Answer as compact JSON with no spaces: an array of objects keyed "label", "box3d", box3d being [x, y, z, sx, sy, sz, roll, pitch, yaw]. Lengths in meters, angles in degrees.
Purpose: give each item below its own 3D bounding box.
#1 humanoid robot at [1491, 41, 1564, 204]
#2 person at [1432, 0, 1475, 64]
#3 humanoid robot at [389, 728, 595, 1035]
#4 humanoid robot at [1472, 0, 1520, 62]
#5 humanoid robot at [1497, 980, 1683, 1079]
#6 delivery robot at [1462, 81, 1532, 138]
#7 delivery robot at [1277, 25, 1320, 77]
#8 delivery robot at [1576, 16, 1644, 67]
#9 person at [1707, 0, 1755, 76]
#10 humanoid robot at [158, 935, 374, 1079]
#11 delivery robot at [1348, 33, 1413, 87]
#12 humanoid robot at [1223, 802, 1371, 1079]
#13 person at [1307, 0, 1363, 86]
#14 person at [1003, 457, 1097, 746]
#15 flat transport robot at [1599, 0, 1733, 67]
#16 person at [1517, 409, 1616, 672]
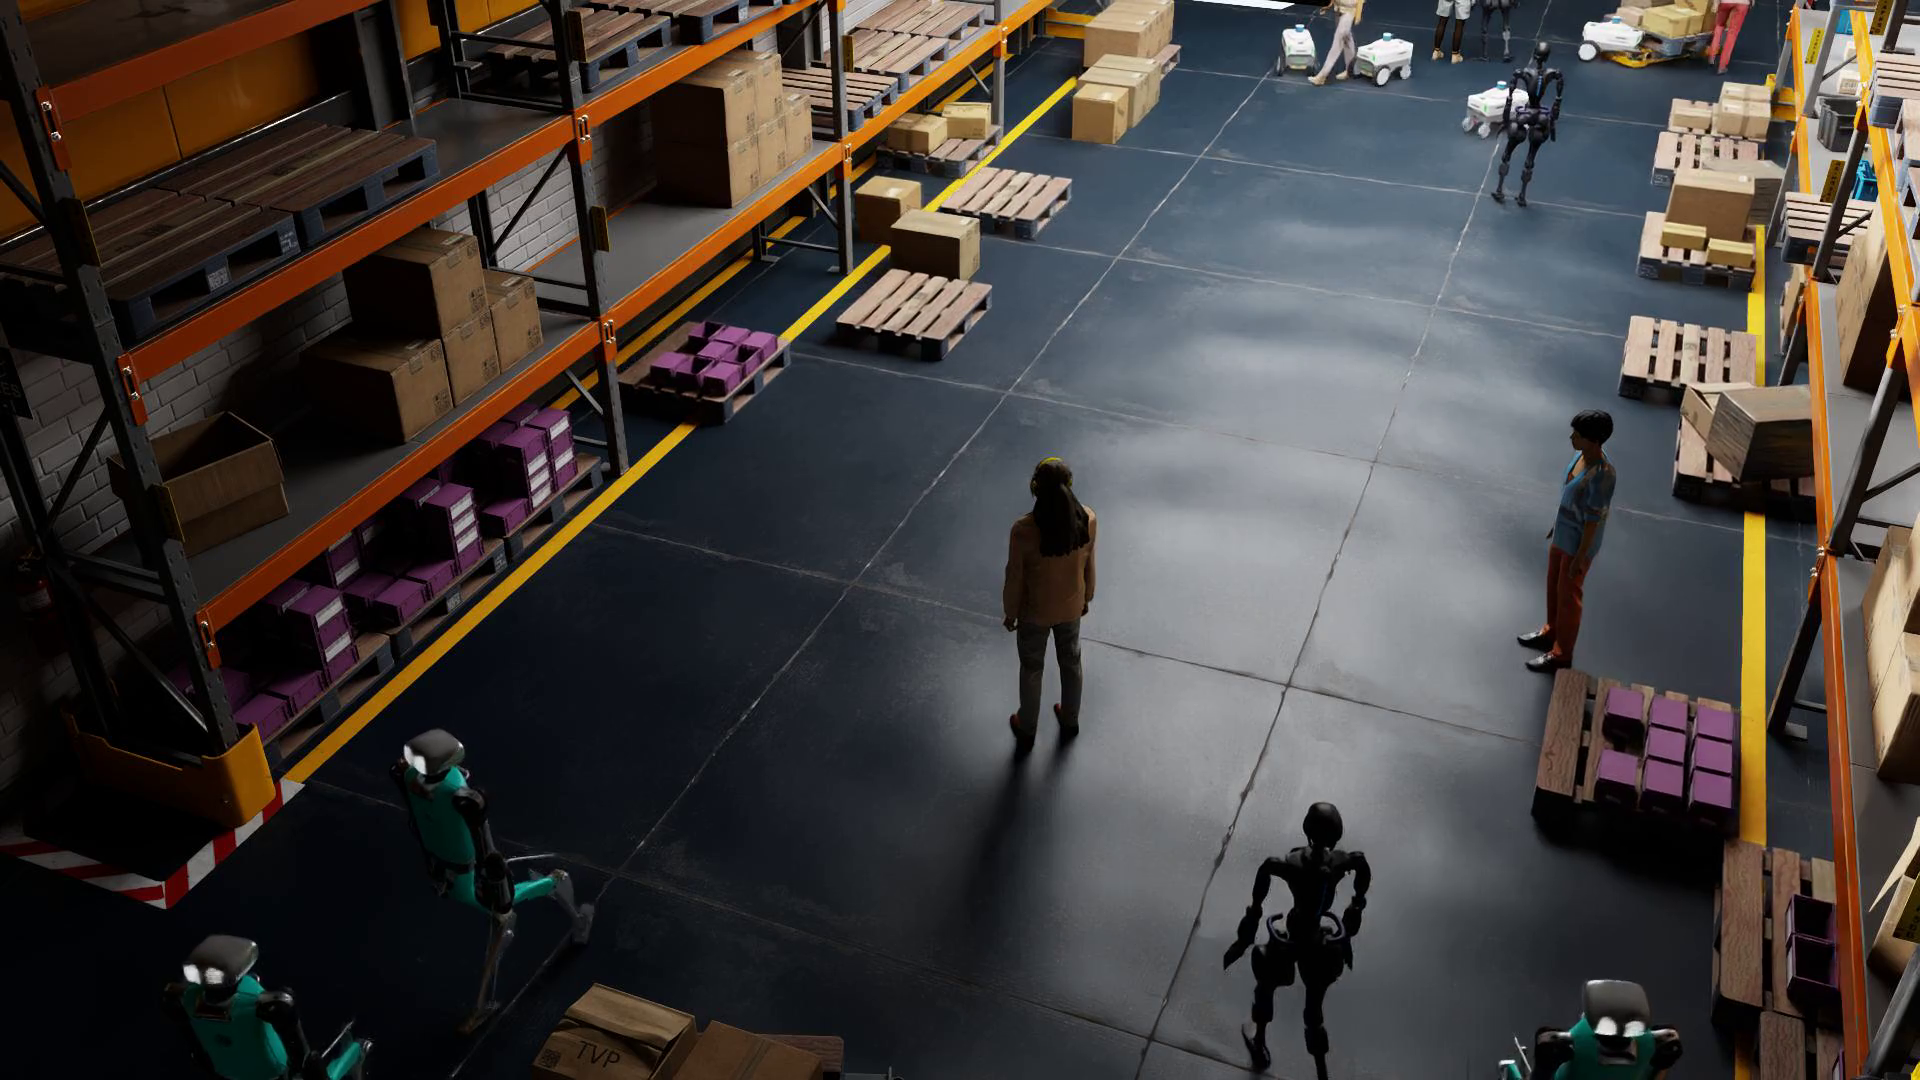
[{"label":"humanoid robot","box3d":[5.753,-4.212,16.802,0.589,1.649,0.339,2,33,3]},{"label":"person","box3d":[6.243,-6.852,20.882,0.532,1.693,0.320,26,41,34]},{"label":"humanoid robot","box3d":[-2.145,1.472,7.986,0.533,1.769,0.971,18,37,26]},{"label":"humanoid robot","box3d":[6.782,-6.845,20.896,0.613,1.645,0.475,-6,33,-9]},{"label":"humanoid robot","box3d":[2.451,2.216,6.851,0.562,1.731,1.027,1,33,1]},{"label":"delivery robot","box3d":[6.149,-4.909,18.944,0.802,0.614,0.499,-15,36,-22]},{"label":"delivery robot","box3d":[4.228,-6.138,20.822,0.499,0.589,0.785,2,33,3]},{"label":"delivery robot","box3d":[8.284,-6.364,21.195,0.815,0.614,0.499,16,36,23]},{"label":"person","box3d":[9.551,-6.639,20.504,0.501,1.747,0.461,14,35,20]},{"label":"humanoid robot","box3d":[-2.762,2.162,6.945,0.544,1.775,1.035,4,33,6]},{"label":"delivery robot","box3d":[5.227,-5.946,20.520,0.783,0.584,0.499,-20,38,-27]},{"label":"humanoid robot","box3d":[1.516,1.863,7.433,0.599,1.637,0.654,-4,33,-7]},{"label":"person","box3d":[4.598,-6.408,20.156,0.805,1.748,0.477,-12,35,-18]},{"label":"person","box3d":[0.521,0.374,9.544,0.559,1.869,0.390,-12,35,-18]},{"label":"flat transport robot","box3d":[8.981,-6.336,21.398,1.431,0.231,0.659,-15,36,-21]},{"label":"person","box3d":[3.759,-0.003,10.226,0.333,1.758,0.502,1,33,1]}]
